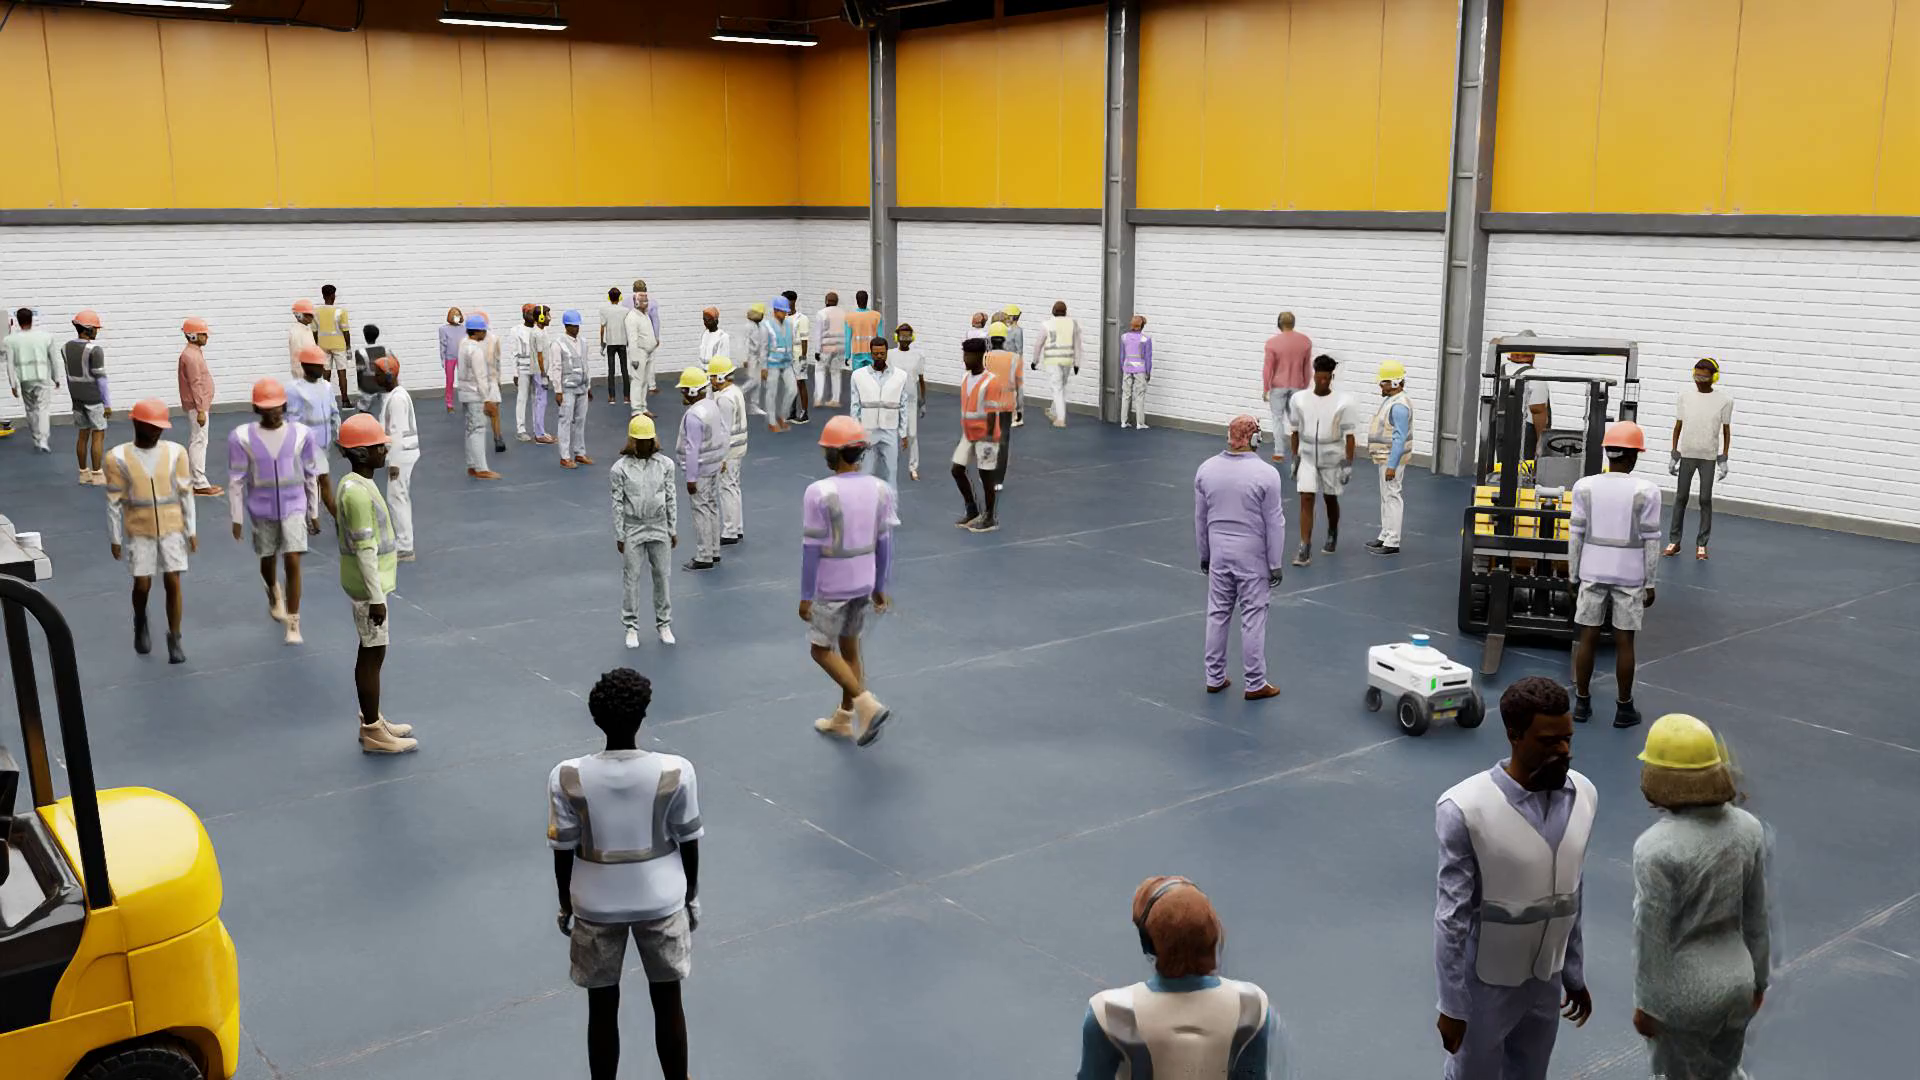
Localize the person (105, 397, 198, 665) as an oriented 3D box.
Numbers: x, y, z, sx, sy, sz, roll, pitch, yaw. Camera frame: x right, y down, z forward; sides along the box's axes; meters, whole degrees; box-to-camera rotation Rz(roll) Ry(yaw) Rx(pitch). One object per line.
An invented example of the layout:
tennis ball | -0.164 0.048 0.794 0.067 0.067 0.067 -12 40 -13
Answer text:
person | -5.768 -0.073 11.909 0.573 1.909 0.536 -8 14 -33

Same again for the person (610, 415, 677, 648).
person | -2.321 -0.063 12.291 0.480 1.734 0.335 -6 13 -25

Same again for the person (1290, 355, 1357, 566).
person | 3.315 -0.755 15.222 0.612 1.911 0.990 5 13 23

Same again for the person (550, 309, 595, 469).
person | -4.743 -1.854 20.415 0.399 1.945 0.616 7 13 29

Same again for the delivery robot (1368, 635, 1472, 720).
delivery robot | 2.910 0.843 10.543 0.477 0.478 0.707 -5 13 -21

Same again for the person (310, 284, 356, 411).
person | -9.743 -2.985 25.830 0.603 1.966 0.367 0 12 1

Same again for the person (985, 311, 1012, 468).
person | 0.449 -1.848 20.446 0.371 1.933 0.626 -1 12 -7

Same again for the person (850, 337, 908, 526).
person | -0.813 -1.096 16.828 0.591 1.919 0.392 -2 12 -10

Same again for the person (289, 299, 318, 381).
person | -8.533 -2.149 21.730 0.397 1.990 0.623 -1 12 -7

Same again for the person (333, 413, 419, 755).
person | -3.509 0.263 9.952 0.367 2.048 0.607 -5 13 -22

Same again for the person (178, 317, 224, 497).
person | -8.449 -1.481 18.498 0.397 1.992 0.621 -6 13 -26

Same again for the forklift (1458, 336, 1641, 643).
forklift | 4.683 -0.471 13.136 1.214 2.155 2.313 4 12 20

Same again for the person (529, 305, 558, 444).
person | -5.637 -2.231 22.449 0.331 1.863 0.509 -4 12 -17

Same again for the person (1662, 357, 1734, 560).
person | 6.789 -0.745 15.269 0.521 1.865 0.336 8 14 34

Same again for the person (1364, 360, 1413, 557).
person | 3.979 -0.759 15.422 0.404 1.827 0.586 2 12 8

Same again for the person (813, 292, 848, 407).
person | -2.041 -2.991 26.215 0.644 1.827 0.463 -8 14 -34

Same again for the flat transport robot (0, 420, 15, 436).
flat transport robot | -13.886 -1.514 22.841 1.431 0.197 0.652 0 12 -1

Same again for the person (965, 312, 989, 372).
person | 0.274 -2.508 24.328 0.310 1.636 0.522 -11 16 -43

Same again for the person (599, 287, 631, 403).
person | -5.537 -3.132 26.779 0.538 1.869 0.312 -3 12 -12

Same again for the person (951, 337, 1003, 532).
person | 0.150 -1.032 16.458 0.502 1.949 0.607 -9 15 -38

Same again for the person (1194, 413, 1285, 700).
person | 1.873 0.109 11.043 0.638 1.906 0.407 9 15 38

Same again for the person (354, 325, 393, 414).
person | -7.706 -2.001 21.847 0.548 1.639 0.850 -10 16 -41

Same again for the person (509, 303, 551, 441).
person | -5.866 -2.292 22.714 0.348 1.876 0.576 11 16 42

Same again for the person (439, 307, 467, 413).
person | -7.751 -2.767 25.609 0.504 1.628 0.304 -7 14 -31

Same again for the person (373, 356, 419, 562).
person | -5.156 -0.736 15.221 0.394 1.876 0.610 -5 13 -23

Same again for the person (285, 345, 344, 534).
person | -6.235 -0.952 16.218 0.965 1.890 0.556 4 12 19

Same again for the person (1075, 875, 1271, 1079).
person | 0.559 1.668 4.262 0.515 1.605 0.804 -3 12 -13

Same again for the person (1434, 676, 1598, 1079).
person | 1.677 1.336 5.081 0.587 1.918 0.391 -6 13 -27

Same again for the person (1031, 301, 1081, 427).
person | 1.382 -2.589 24.335 0.640 1.791 0.963 -5 13 -23

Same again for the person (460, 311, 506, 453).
person | -6.228 -2.072 21.714 0.586 1.853 1.032 -8 14 -32

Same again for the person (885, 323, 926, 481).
person | -0.653 -1.608 19.453 0.520 1.861 0.314 -1 12 -4

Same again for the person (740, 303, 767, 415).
person | -3.190 -2.768 25.402 0.471 1.700 0.530 4 12 20

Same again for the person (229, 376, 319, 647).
person | -5.179 -0.256 12.582 0.635 2.008 0.950 -6 13 -25

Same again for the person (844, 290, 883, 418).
person | -1.445 -2.792 25.027 0.587 1.915 0.391 -2 12 -9

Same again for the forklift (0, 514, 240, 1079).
forklift | -3.687 1.115 5.480 2.313 2.155 1.214 -9 15 -36

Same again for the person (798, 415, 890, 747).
person | -0.660 0.268 9.971 0.620 2.031 0.668 -11 16 -43

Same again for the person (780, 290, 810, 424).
person | -2.455 -2.692 24.445 0.608 1.957 0.380 11 16 44

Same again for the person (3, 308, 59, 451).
person | -12.165 -2.107 21.836 0.587 1.876 1.007 -5 13 -25

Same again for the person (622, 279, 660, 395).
person | -5.332 -3.393 27.872 0.629 1.940 0.373 1 12 4

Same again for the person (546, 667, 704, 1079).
person | -1.169 1.283 5.874 0.537 1.695 0.320 -2 12 -8

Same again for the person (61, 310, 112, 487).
person | -9.971 -1.619 19.097 0.619 2.028 0.410 5 13 24

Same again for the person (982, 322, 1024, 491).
person | 0.423 -1.535 18.983 0.605 1.893 0.798 -1 12 -5

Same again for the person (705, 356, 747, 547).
person | -2.231 -0.844 15.863 0.403 1.817 0.601 0 12 0

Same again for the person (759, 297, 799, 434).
person | -2.536 -2.438 23.284 0.498 1.920 0.655 11 16 43

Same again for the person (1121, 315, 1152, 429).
person | 2.515 -2.397 23.812 0.505 1.632 0.310 8 14 35

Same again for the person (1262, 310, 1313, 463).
person | 4.079 -1.889 20.665 0.633 1.918 0.556 -3 12 -14

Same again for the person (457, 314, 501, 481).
person | -5.688 -1.675 19.553 0.405 1.947 0.611 -7 14 -30

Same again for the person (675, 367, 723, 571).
person | -2.326 -0.631 14.826 0.404 1.824 0.586 2 12 11

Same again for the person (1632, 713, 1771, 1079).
person | 2.336 1.410 5.199 0.498 1.714 0.606 -5 13 -24

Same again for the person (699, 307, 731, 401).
person | -3.228 -2.119 21.873 0.361 1.879 0.583 -11 16 -42

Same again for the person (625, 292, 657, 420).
person | -4.738 -2.741 24.802 0.403 1.906 0.652 2 12 7

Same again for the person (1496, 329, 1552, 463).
person | 5.497 -1.031 16.216 0.539 2.000 0.689 -5 13 -25

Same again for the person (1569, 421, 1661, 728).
person | 4.102 0.218 10.454 0.542 1.930 0.374 8 14 33

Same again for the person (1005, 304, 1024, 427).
person | 0.760 -2.526 24.102 0.312 1.769 0.522 -3 12 -16
